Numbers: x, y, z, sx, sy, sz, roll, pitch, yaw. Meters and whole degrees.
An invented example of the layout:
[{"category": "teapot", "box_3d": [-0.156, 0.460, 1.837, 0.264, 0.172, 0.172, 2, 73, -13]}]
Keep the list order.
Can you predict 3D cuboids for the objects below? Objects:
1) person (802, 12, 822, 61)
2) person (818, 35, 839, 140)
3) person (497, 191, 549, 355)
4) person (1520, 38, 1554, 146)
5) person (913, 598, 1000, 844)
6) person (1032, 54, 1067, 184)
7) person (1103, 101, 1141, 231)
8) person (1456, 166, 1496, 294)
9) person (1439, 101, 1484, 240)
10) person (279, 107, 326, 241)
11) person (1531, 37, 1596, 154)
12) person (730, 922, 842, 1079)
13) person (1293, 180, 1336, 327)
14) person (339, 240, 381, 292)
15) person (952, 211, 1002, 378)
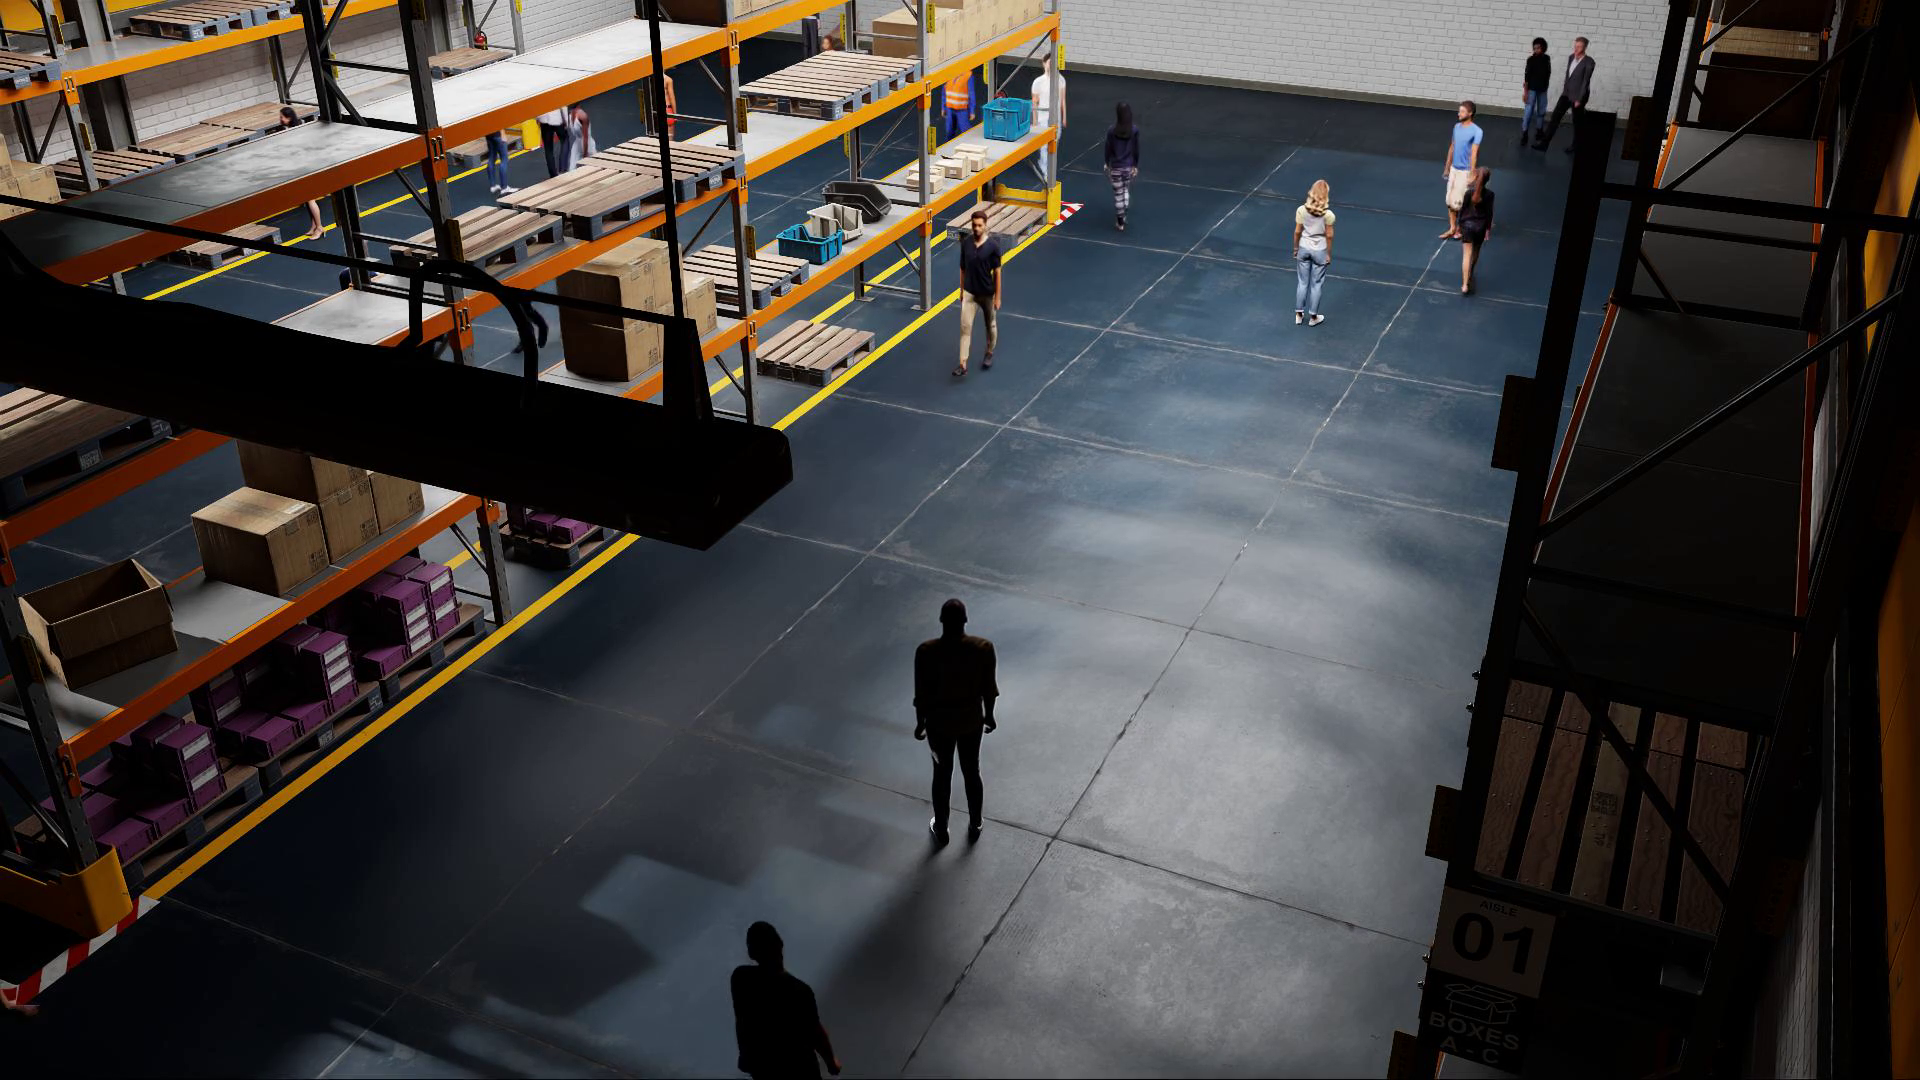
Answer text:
[{"category": "person", "box_3d": [-2.767, -9.539, 30.705, 0.627, 1.776, 0.590, 21, 35, 34]}, {"category": "person", "box_3d": [-2.051, -7.193, 26.518, 0.790, 1.667, 1.158, 6, 29, 10]}, {"category": "person", "box_3d": [-4.921, -3.026, 18.686, 0.679, 1.852, 0.725, 13, 31, 23]}, {"category": "person", "box_3d": [9.141, -7.096, 26.336, 0.887, 1.671, 0.876, -11, 31, -19]}, {"category": "person", "box_3d": [-0.034, 1.194, 10.977, 0.802, 1.825, 0.791, -4, 29, -7]}, {"category": "person", "box_3d": [1.306, -6.271, 24.648, 1.099, 1.839, 1.147, -11, 30, -19]}, {"category": "person", "box_3d": [2.203, -5.041, 22.524, 0.785, 1.714, 0.852, -5, 29, -9]}, {"category": "person", "box_3d": [6.313, -3.792, 20.441, 0.689, 1.516, 1.078, 7, 29, 12]}, {"category": "person", "box_3d": [6.754, -4.922, 22.164, 0.860, 1.850, 0.808, -13, 31, -23]}, {"category": "person", "box_3d": [-8.793, -4.890, 22.190, 0.819, 1.769, 0.783, -15, 32, -26]}, {"category": "person", "box_3d": [9.600, -6.889, 25.822, 1.247, 1.800, 1.128, -13, 31, -22]}, {"category": "person", "box_3d": [-0.922, 2.679, 8.361, 0.674, 1.723, 0.759, 16, 32, 27]}, {"category": "person", "box_3d": [4.119, -3.350, 19.411, 0.626, 1.726, 0.544, 14, 32, 24]}, {"category": "person", "box_3d": [-6.109, -2.237, 17.253, 0.696, 1.839, 0.657, 4, 29, 7]}, {"category": "person", "box_3d": [0.247, -2.716, 18.156, 0.776, 1.816, 1.130, 9, 30, 15]}]
